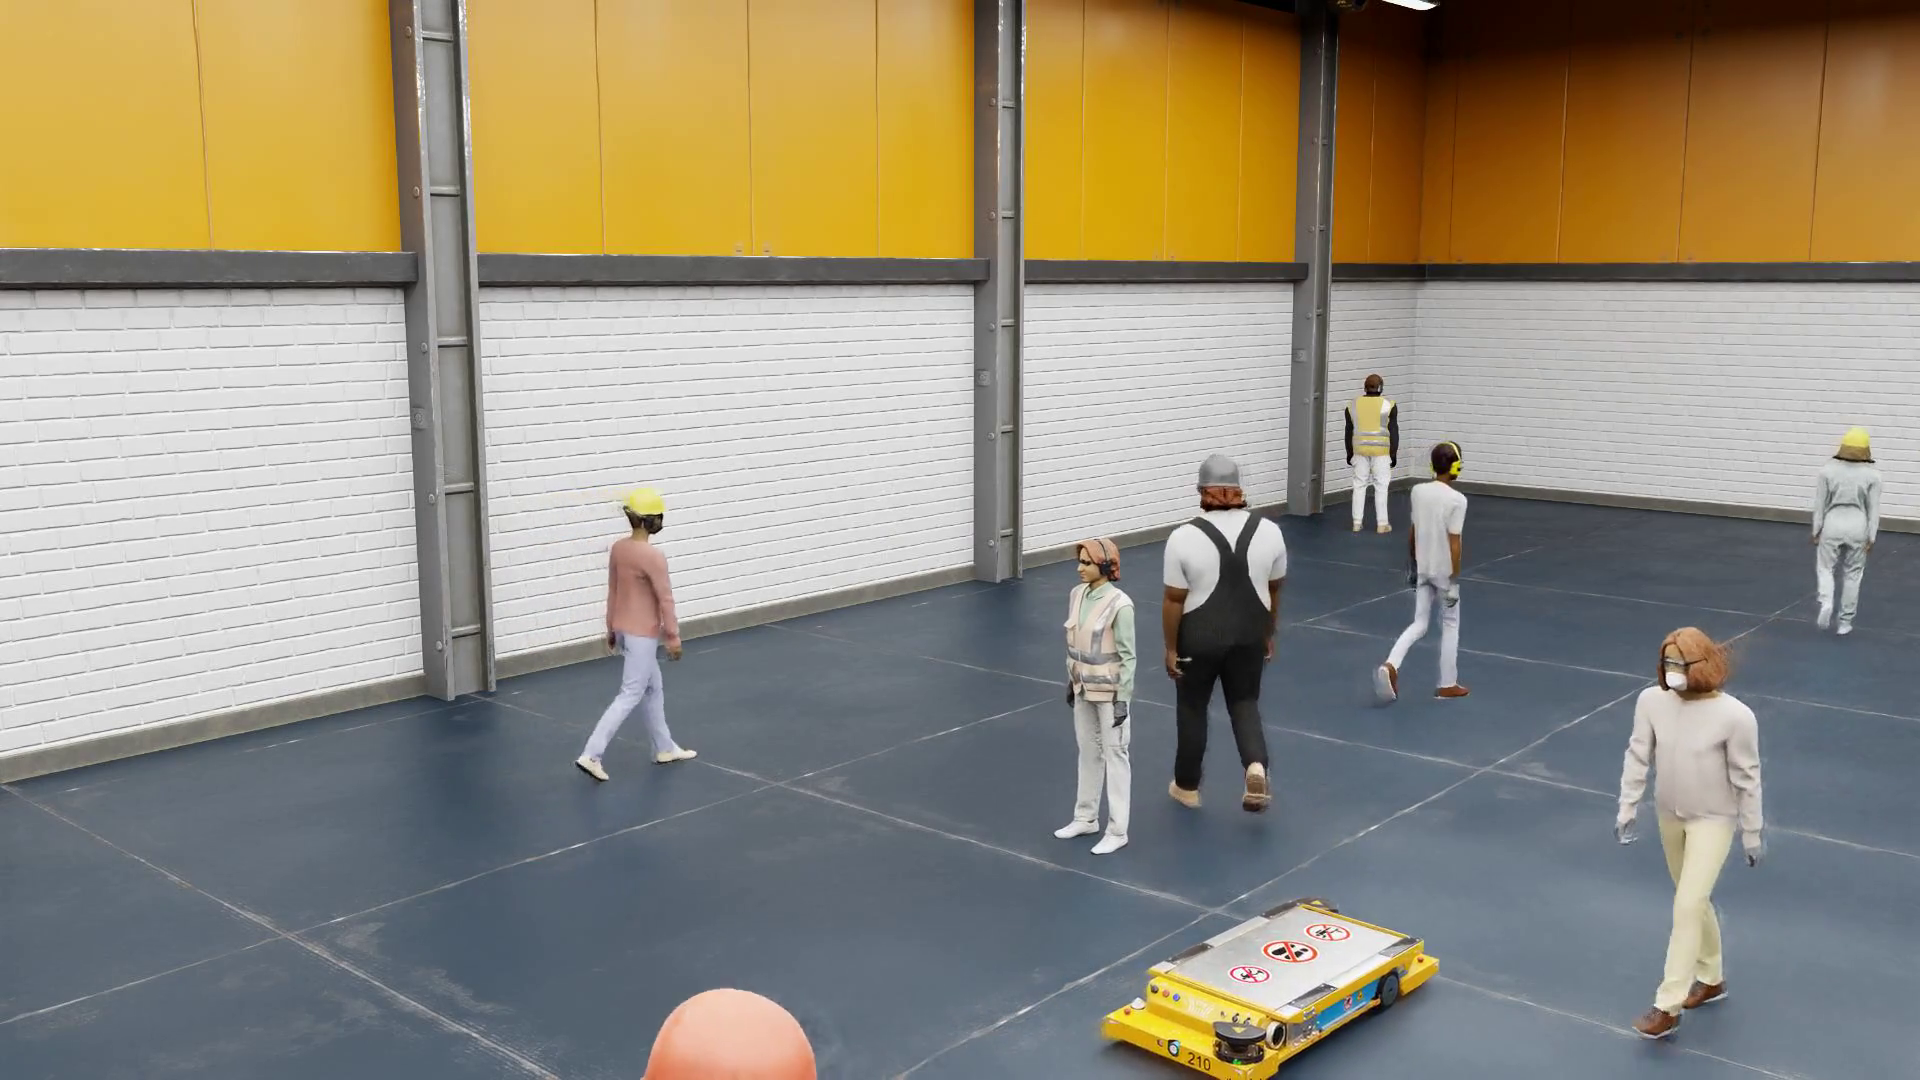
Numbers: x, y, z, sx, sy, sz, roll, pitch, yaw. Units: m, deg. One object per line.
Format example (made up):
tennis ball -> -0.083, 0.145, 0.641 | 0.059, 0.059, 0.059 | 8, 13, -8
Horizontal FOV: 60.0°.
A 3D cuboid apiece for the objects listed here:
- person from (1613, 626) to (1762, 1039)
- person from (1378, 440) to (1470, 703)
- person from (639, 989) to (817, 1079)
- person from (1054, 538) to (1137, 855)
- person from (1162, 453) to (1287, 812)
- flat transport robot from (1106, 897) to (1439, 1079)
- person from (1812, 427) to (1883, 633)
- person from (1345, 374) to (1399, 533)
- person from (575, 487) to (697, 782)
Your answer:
person -> 2.829, 1.143, 6.568 | 0.816, 1.596, 0.504 | -5, 10, -30
person -> 3.257, 0.229, 11.538 | 0.794, 1.849, 0.529 | -6, 11, -34
person -> -0.291, 1.615, 2.555 | 1.043, 1.937, 0.653 | 3, 10, 19
person -> 0.722, 0.797, 8.602 | 0.315, 1.641, 0.515 | -5, 11, -31
person -> 1.439, 0.512, 9.141 | 0.702, 2.000, 0.714 | -1, 9, -9
flat transport robot -> 1.293, 1.780, 6.719 | 0.652, 0.197, 1.431 | 9, 12, 43
person -> 7.304, -0.064, 13.721 | 0.493, 1.730, 0.510 | 5, 10, 30
person -> 4.777, -1.000, 19.285 | 0.622, 1.838, 0.429 | 5, 10, 27
person -> -1.957, 0.554, 9.861 | 0.842, 1.737, 0.533 | -8, 12, -40
